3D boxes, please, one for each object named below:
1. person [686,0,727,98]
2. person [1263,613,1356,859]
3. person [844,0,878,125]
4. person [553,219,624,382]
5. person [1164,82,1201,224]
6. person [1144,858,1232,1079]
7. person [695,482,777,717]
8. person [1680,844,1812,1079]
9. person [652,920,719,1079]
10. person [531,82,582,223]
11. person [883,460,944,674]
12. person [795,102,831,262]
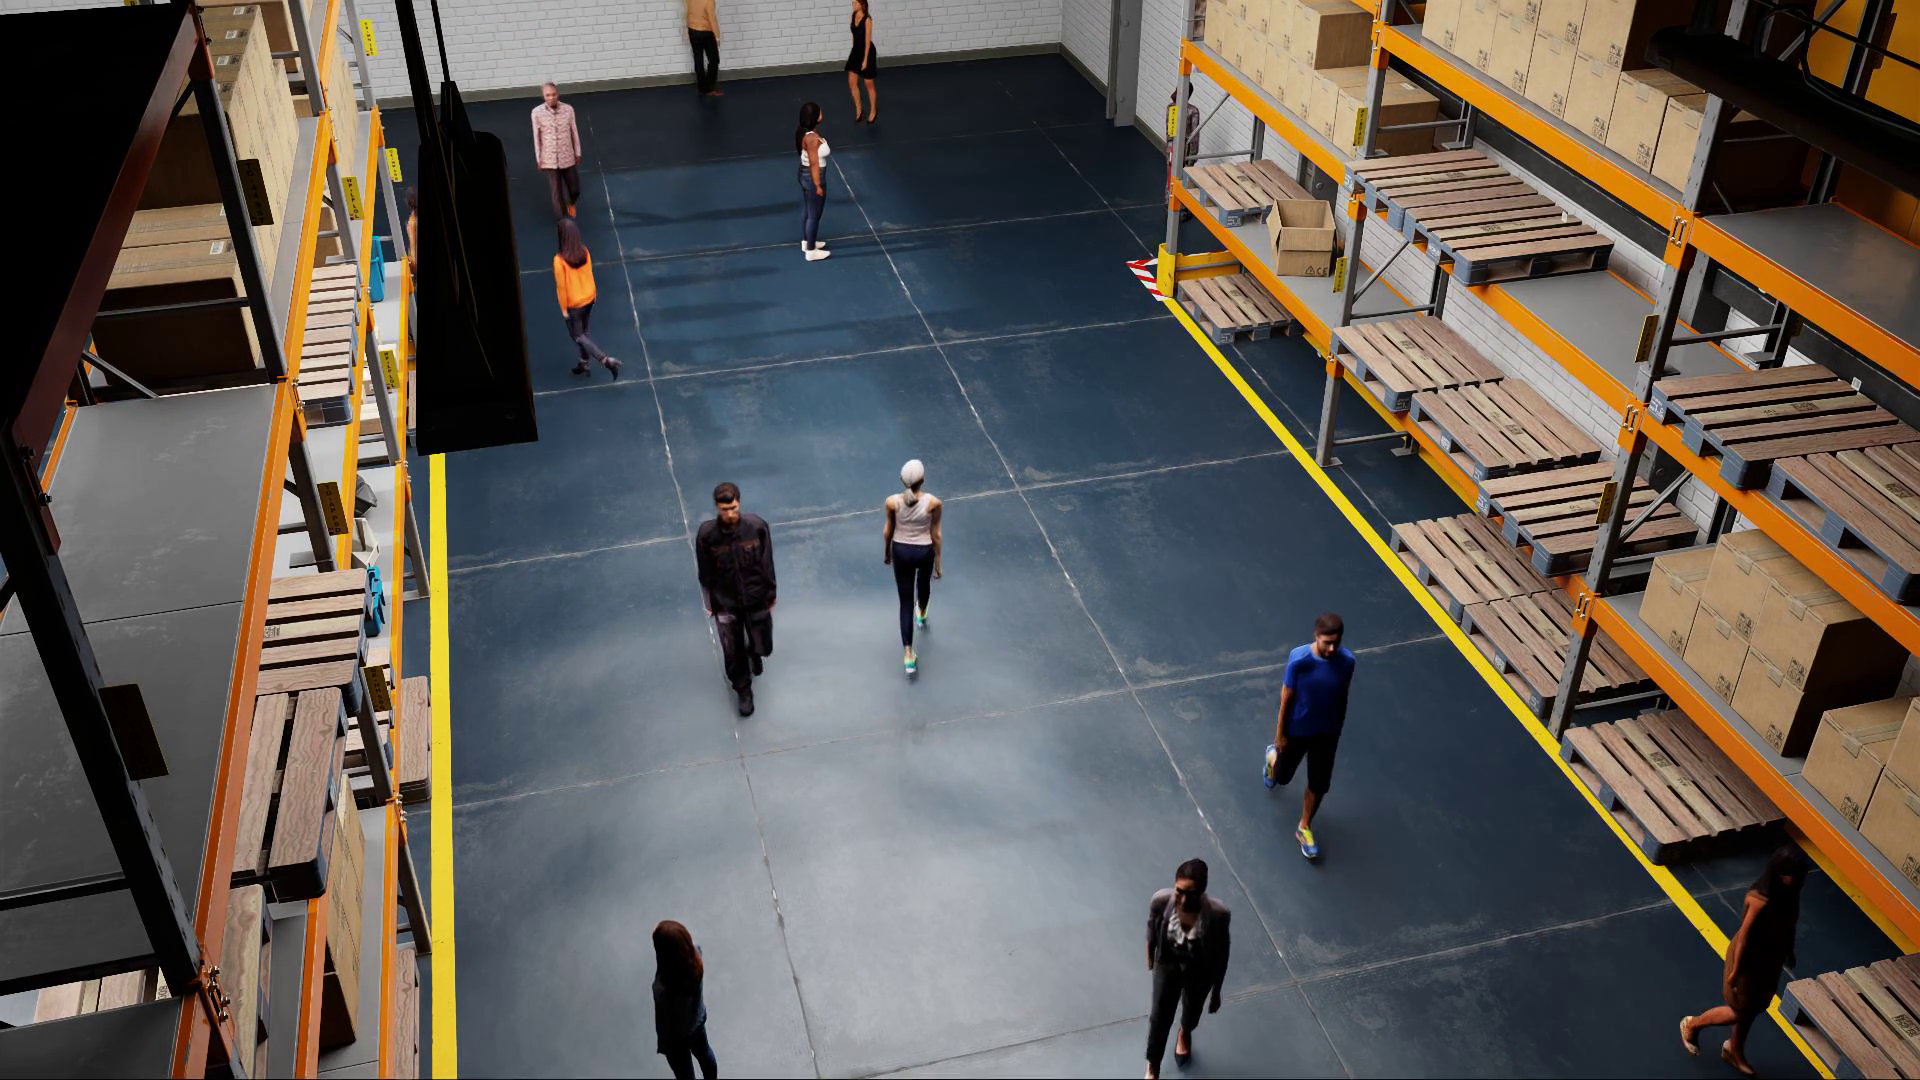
[{"bbox_3d":[-3.701,-7.214,23.742,0.830,1.722,0.900,9,35,14],"label":"person"},{"bbox_3d":[2.296,1.187,10.991,0.762,1.847,1.090,0,34,-1],"label":"person"},{"bbox_3d":[-1.239,-6.554,22.660,0.749,1.821,0.804,25,41,32],"label":"person"},{"bbox_3d":[-3.683,-2.315,16.364,1.062,1.732,1.008,17,37,24],"label":"person"},{"bbox_3d":[2.642,-4.653,19.897,0.684,1.714,0.742,17,37,24],"label":"person"},{"bbox_3d":[1.298,2.361,9.398,0.823,1.655,0.924,7,34,10],"label":"person"},{"bbox_3d":[-1.621,0.355,12.163,0.710,1.934,0.820,-8,34,-12],"label":"person"},{"bbox_3d":[4.448,2.341,9.403,0.705,1.682,0.773,-23,40,-30],"label":"person"},{"bbox_3d":[-1.511,2.642,9.138,0.685,1.474,0.599,13,36,18],"label":"person"},{"bbox_3d":[-4.751,-4.527,19.640,0.737,1.788,0.937,-12,35,-17],"label":"person"},{"bbox_3d":[-0.366,0.218,12.622,0.835,1.654,1.232,1,34,1],"label":"person"},{"bbox_3d":[-1.705,-4.104,18.986,0.680,1.808,0.515,-8,35,-13],"label":"person"}]
